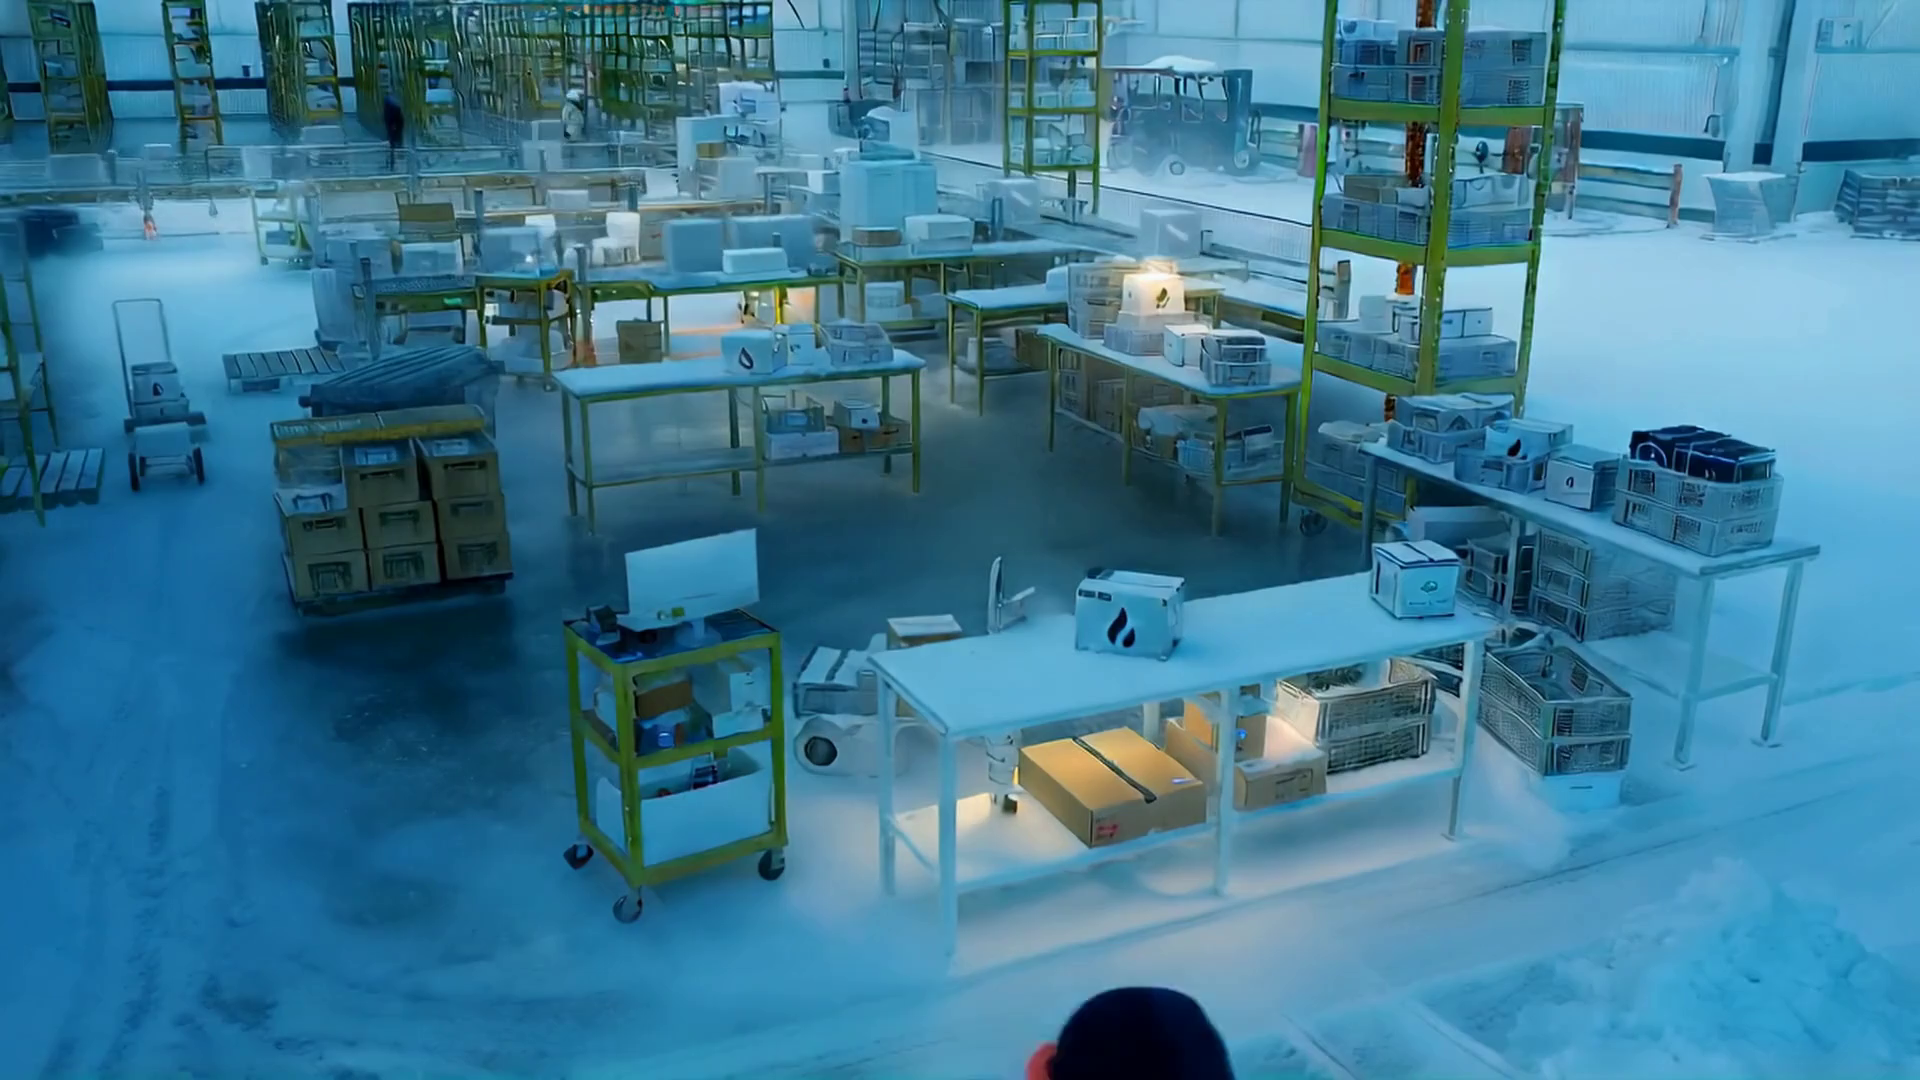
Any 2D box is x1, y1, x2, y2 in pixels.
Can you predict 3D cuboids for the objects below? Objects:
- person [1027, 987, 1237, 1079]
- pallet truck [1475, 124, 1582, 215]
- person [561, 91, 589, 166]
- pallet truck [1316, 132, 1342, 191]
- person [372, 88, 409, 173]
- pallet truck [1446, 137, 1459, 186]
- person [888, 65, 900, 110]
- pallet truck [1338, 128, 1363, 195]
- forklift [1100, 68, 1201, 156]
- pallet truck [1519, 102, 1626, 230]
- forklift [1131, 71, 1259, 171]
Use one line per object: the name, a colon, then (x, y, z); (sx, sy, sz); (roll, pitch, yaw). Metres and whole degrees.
person: (0.282, 1.598, 2.735); (1.027, 1.986, 0.636); (0, 18, -1)
pallet truck: (9.707, -6.455, 28.103); (1.885, 1.965, 0.823); (-7, 19, -20)
person: (-8.018, -8.464, 34.769); (0.935, 1.781, 0.590); (-8, 19, -25)
pallet truck: (7.723, -7.504, 32.656); (1.601, 1.201, 0.680); (-8, 19, -23)
person: (-11.791, -8.431, 34.529); (0.870, 1.875, 0.642); (-6, 18, -17)
pallet truck: (9.184, -6.485, 29.328); (1.630, 1.274, 0.653); (-8, 19, -23)
person: (-1.945, -13.405, 50.241); (0.389, 1.846, 0.567); (17, 24, 42)
pallet truck: (7.845, -7.140, 31.411); (1.522, 1.261, 0.704); (-9, 20, -25)
forklift: (4.082, -9.564, 37.410); (2.680, 1.987, 1.157); (-8, 19, -23)
pallet truck: (9.972, -6.037, 26.785); (1.885, 1.965, 0.823); (-9, 20, -25)
forklift: (4.998, -8.936, 35.413); (2.680, 1.987, 1.157); (-9, 20, -25)
